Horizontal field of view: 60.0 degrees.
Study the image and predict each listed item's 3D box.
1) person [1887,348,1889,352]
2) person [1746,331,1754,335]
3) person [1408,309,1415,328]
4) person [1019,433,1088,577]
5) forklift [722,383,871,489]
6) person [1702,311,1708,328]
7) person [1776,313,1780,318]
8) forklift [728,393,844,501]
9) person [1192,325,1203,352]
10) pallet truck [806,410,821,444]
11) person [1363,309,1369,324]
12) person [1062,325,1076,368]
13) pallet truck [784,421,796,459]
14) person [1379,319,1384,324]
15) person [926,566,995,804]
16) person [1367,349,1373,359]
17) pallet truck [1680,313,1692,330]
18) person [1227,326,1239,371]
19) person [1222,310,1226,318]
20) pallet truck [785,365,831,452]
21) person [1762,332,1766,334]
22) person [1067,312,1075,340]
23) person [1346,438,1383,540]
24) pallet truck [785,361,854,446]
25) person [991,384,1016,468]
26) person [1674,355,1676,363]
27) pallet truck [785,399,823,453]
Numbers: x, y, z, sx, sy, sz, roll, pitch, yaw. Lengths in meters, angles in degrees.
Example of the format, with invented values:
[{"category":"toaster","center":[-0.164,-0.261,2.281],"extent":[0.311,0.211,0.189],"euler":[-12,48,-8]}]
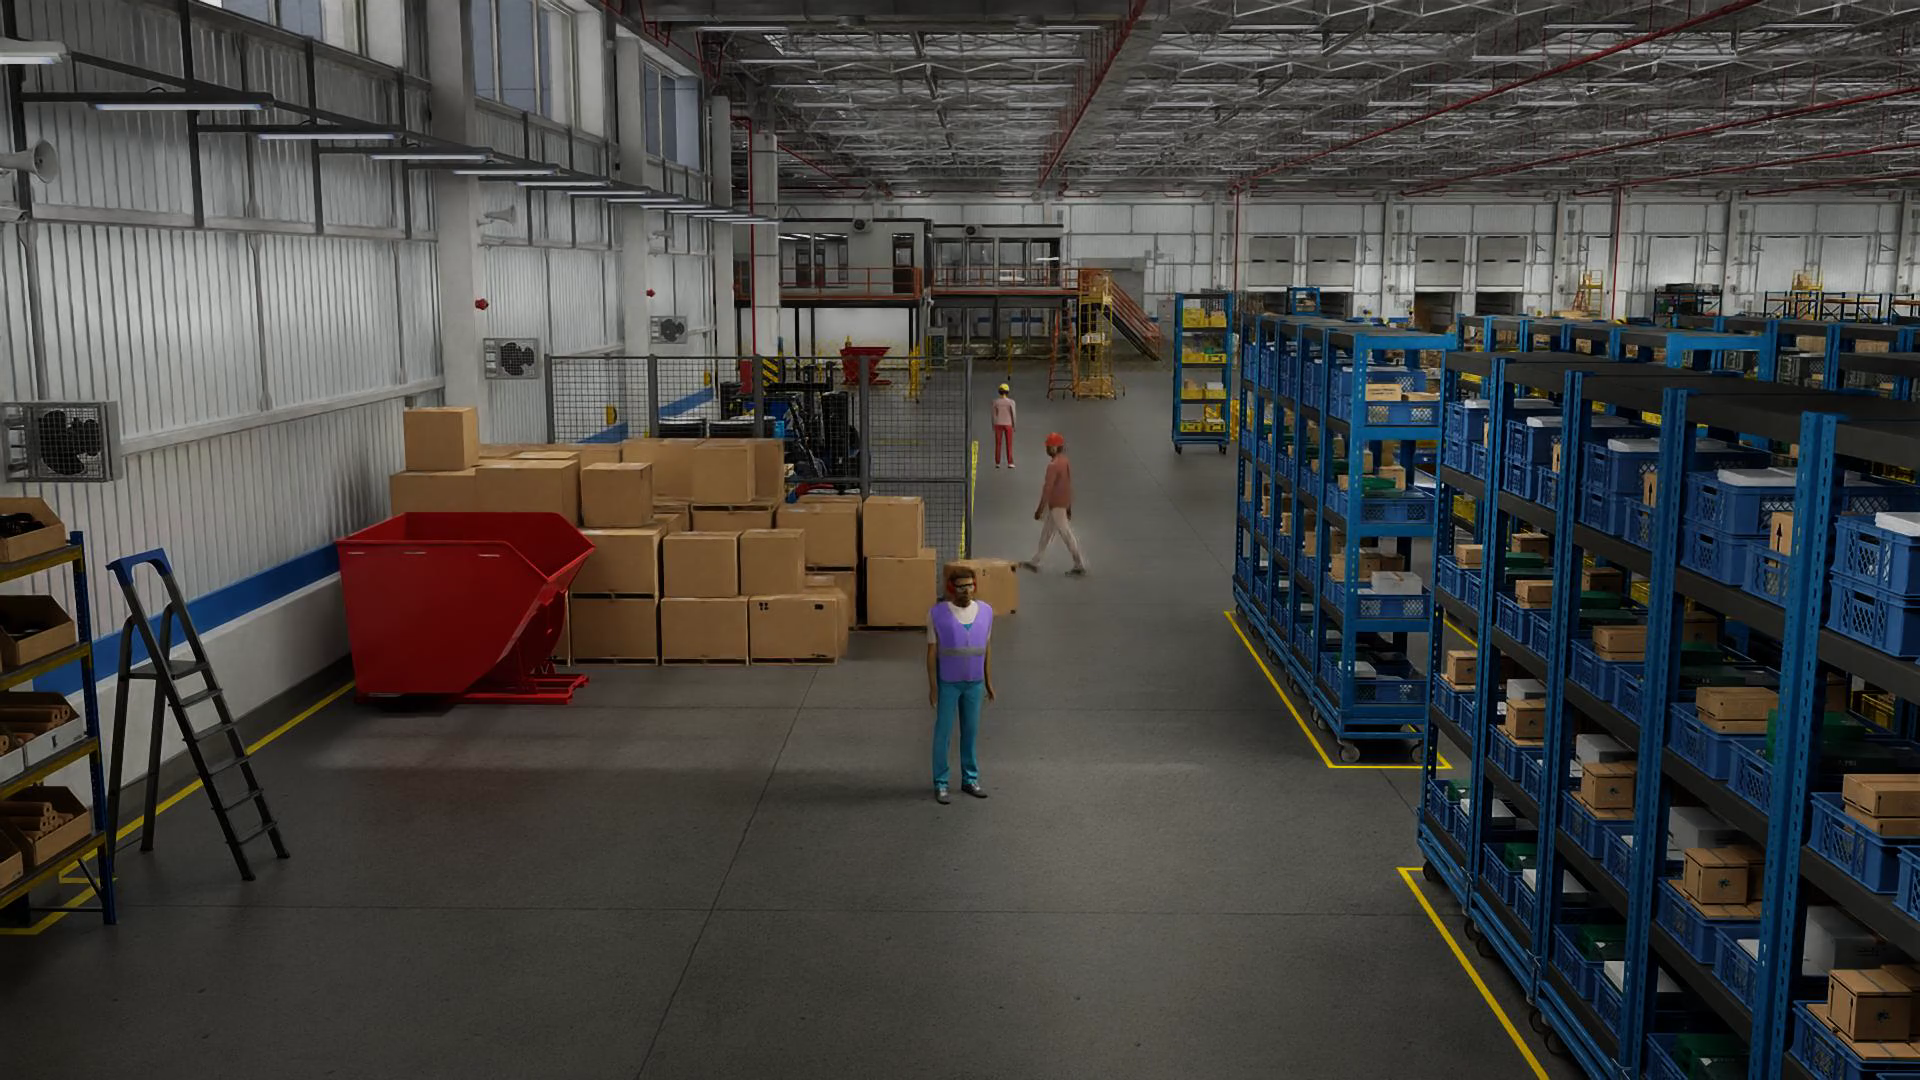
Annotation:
[{"category":"person","center":[26.802,-4.606,48.001],"extent":[0.664,1.891,0.435],"euler":[1,9,7]},{"category":"person","center":[35.121,-8.790,73.805],"extent":[0.810,1.911,0.553],"euler":[6,11,31]},{"category":"person","center":[25.733,-12.228,94.927],"extent":[0.372,1.925,0.595],"euler":[0,9,-1]},{"category":"person","center":[1.271,-0.467,22.344],"extent":[1.040,1.943,0.621],"euler":[3,10,19]},{"category":"forklift","center":[-2.893,-1.687,28.729],"extent":[2.680,1.987,1.157],"euler":[0,9,-1]},{"category":"person","center":[40.288,-11.379,89.766],"extent":[0.890,1.908,0.552],"euler":[5,10,29]},{"category":"person","center":[42.260,-10.785,86.020],"extent":[0.602,1.926,0.377],"euler":[6,11,32]},{"category":"forklift","center":[-2.979,-1.316,26.476],"extent":[2.680,1.987,1.157],"euler":[0,9,1]},{"category":"person","center":[11.901,-10.338,83.358],"extent":[0.589,1.902,0.434],"euler":[-1,9,-6]},{"category":"pallet truck","center":[-3.559,-2.018,33.905],"extent":[1.522,1.261,0.704],"euler":[0,9,-1]},{"category":"person","center":[22.973,-12.129,94.278],"extent":[0.440,1.933,0.645],"euler":[3,10,19]},{"category":"person","center":[4.619,-8.154,70.143],"extent":[0.751,1.819,0.538],"euler":[-9,13,-44]},{"category":"pallet truck","center":[-4.013,-1.793,32.705],"extent":[1.601,1.201,0.680],"euler":[0,9,1]},{"category":"person","center":[19.698,-9.402,77.680],"extent":[0.774,1.862,0.620],"euler":[-8,12,-41]},{"category":"person","center":[-0.004,1.106,12.921],"extent":[0.565,1.847,0.388],"euler":[-4,10,-25]},{"category":"person","center":[12.990,-5.257,52.240],"extent":[0.404,1.825,0.586],"euler":[0,9,-1]},{"category":"pallet truck","center":[36.315,-10.531,84.244],"extent":[0.823,1.965,1.885],"euler":[-6,11,-33]},{"category":"person","center":[11.079,-7.785,67.752],"extent":[0.582,1.864,0.755],"euler":[7,12,39]},{"category":"person","center":[15.463,-12.608,97.484],"extent":[0.405,1.856,0.556],"euler":[-1,9,-4]},{"category":"pallet truck","center":[-3.774,-2.976,37.635],"extent":[1.885,1.965,0.823],"euler":[1,9,5]},{"category":"person","center":[30.926,-7.170,63.699],"extent":[0.742,1.936,0.621],"euler":[7,11,35]},{"category":"person","center":[6.296,-12.624,97.751],"extent":[0.917,1.806,0.631],"euler":[-1,9,-5]},{"category":"person","center":[6.121,-0.984,25.429],"extent":[0.609,1.978,1.067],"euler":[-6,11,-32]},{"category":"pallet truck","center":[-3.410,-3.193,38.978],"extent":[1.885,1.965,0.823],"euler":[0,9,-1]},{"category":"person","center":[0.914,-2.373,34.661],"extent":[0.524,1.759,0.328],"euler":[2,9,12]},{"category":"person","center":[19.686,-4.294,45.993],"extent":[0.583,1.921,0.398],"euler":[-1,9,-9]},{"category":"pallet truck","center":[-3.814,-2.432,36.419],"extent":[1.630,1.274,0.653],"euler":[0,9,1]}]
